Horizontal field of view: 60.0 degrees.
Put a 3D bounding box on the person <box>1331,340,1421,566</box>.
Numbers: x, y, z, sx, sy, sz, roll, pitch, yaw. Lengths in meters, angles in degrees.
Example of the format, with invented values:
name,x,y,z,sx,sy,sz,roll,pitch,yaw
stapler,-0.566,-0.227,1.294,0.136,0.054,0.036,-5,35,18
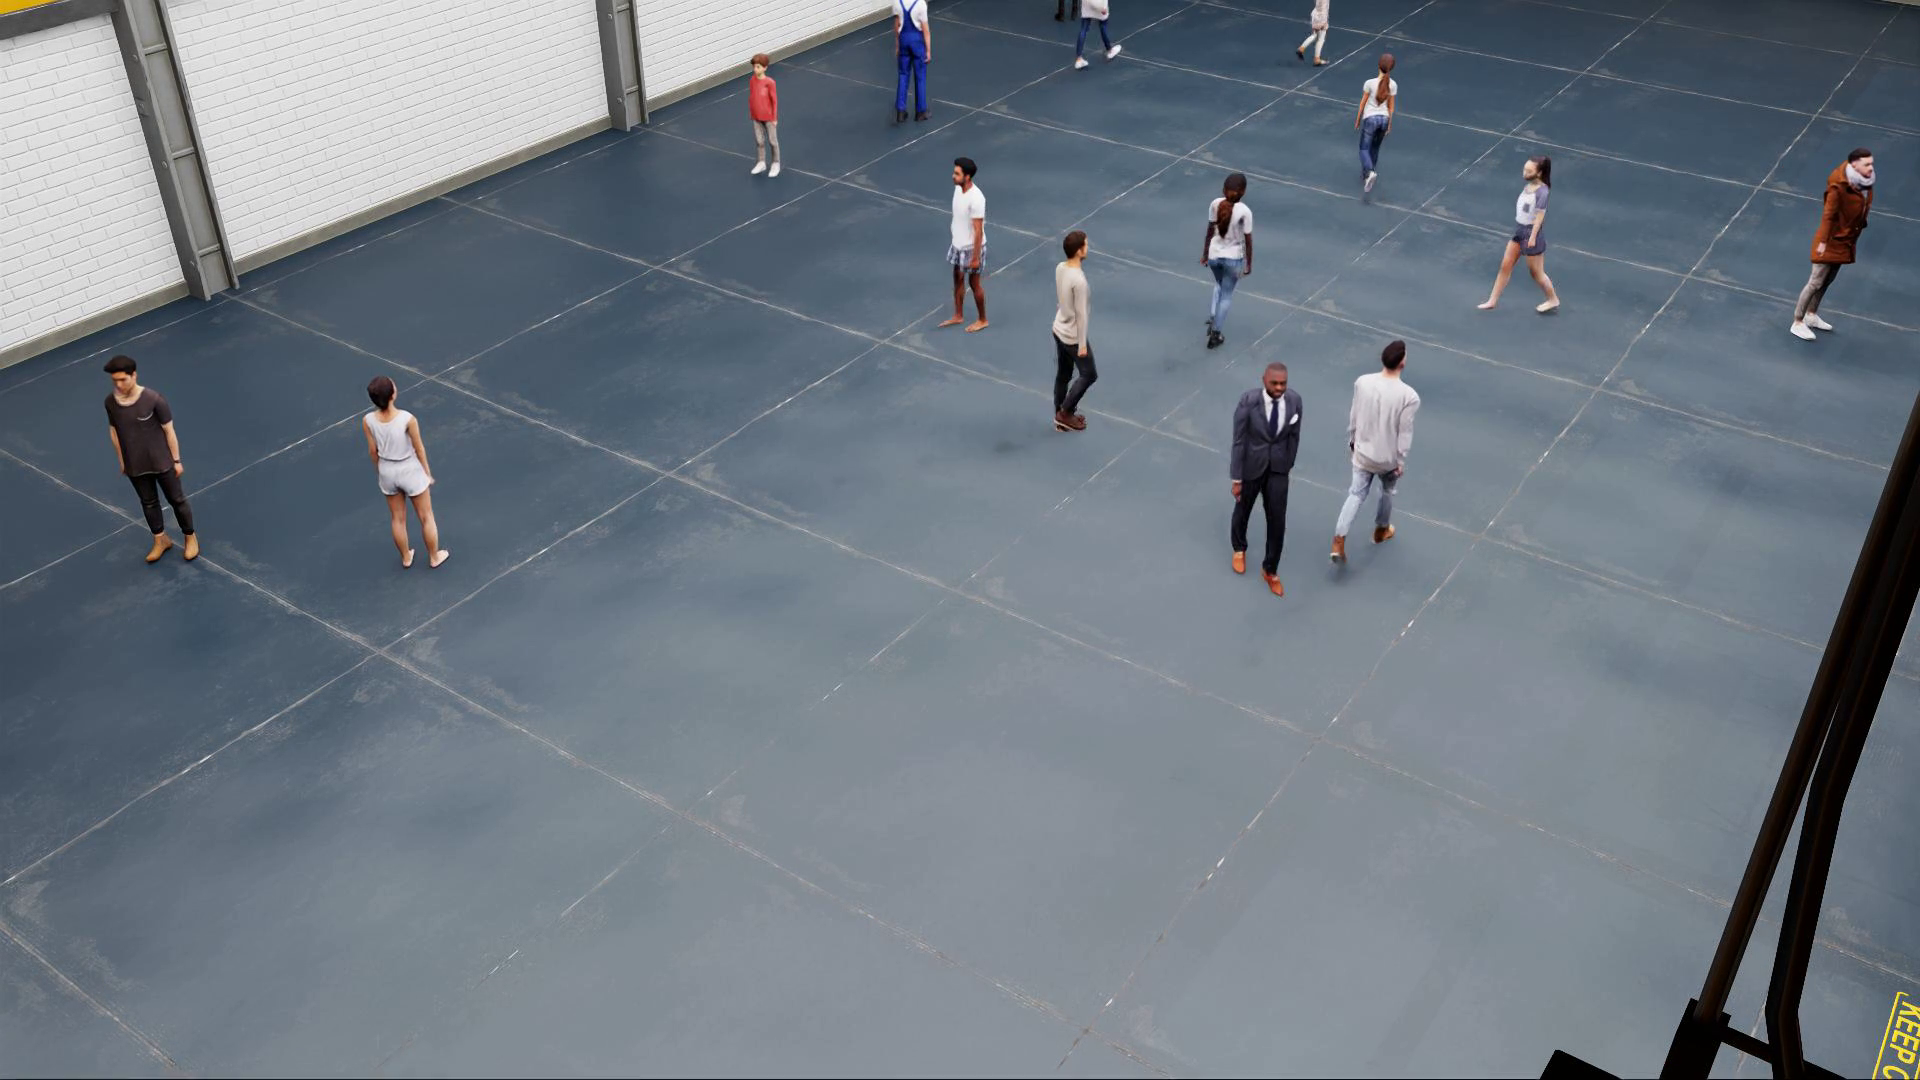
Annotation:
name,x,y,z,sx,sy,sz,roll,pitch,yaw
person,3.096,-0.632,12.491,0.711,1.809,1.133,23,40,31

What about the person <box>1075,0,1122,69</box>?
name,x,y,z,sx,sy,sz,roll,pitch,yaw
person,1.766,-7.253,22.523,0.687,1.733,1.111,25,41,33

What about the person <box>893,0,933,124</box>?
name,x,y,z,sx,sy,sz,roll,pitch,yaw
person,-0.616,-6.154,20.766,0.704,1.848,0.723,12,36,18

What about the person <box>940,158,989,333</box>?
name,x,y,z,sx,sy,sz,roll,pitch,yaw
person,0.104,-2.822,15.861,0.810,1.728,0.776,-15,37,-22

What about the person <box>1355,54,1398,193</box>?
name,x,y,z,sx,sy,sz,roll,pitch,yaw
person,4.719,-4.715,18.874,0.856,1.545,0.982,0,34,0

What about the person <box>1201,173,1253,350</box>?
name,x,y,z,sx,sy,sz,roll,pitch,yaw
person,2.437,-2.581,15.514,0.618,1.711,0.620,23,40,31

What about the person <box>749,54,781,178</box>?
name,x,y,z,sx,sy,sz,roll,pitch,yaw
person,-2.277,-4.945,19.337,0.546,1.416,0.516,15,37,22

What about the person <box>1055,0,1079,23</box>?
name,x,y,z,sx,sy,sz,roll,pitch,yaw
person,1.589,-8.552,24.412,0.735,1.803,0.794,-5,34,-8

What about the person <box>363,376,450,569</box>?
name,x,y,z,sx,sy,sz,roll,pitch,yaw
person,-4.186,-0.496,12.467,0.654,1.611,0.678,0,34,0

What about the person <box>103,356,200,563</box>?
name,x,y,z,sx,sy,sz,roll,pitch,yaw
person,-6.134,-0.634,12.582,0.707,1.714,0.744,-2,34,-2

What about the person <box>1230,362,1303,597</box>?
name,x,y,z,sx,sy,sz,roll,pitch,yaw
person,2.213,-0.555,12.385,0.984,1.800,1.056,-2,34,-3

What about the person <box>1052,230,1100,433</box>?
name,x,y,z,sx,sy,sz,roll,pitch,yaw
person,0.874,-1.725,14.090,0.792,1.860,0.782,-12,36,-18

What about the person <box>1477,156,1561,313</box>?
name,x,y,z,sx,sy,sz,roll,pitch,yaw
person,5.611,-2.934,16.135,1.103,1.610,1.047,-3,34,-4

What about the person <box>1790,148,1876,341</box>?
name,x,y,z,sx,sy,sz,roll,pitch,yaw
person,8.280,-2.826,15.766,0.734,1.838,0.852,-23,40,-31

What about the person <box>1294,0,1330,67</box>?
name,x,y,z,sx,sy,sz,roll,pitch,yaw
person,4.845,-7.114,22.709,0.802,1.295,0.757,-2,34,-4
